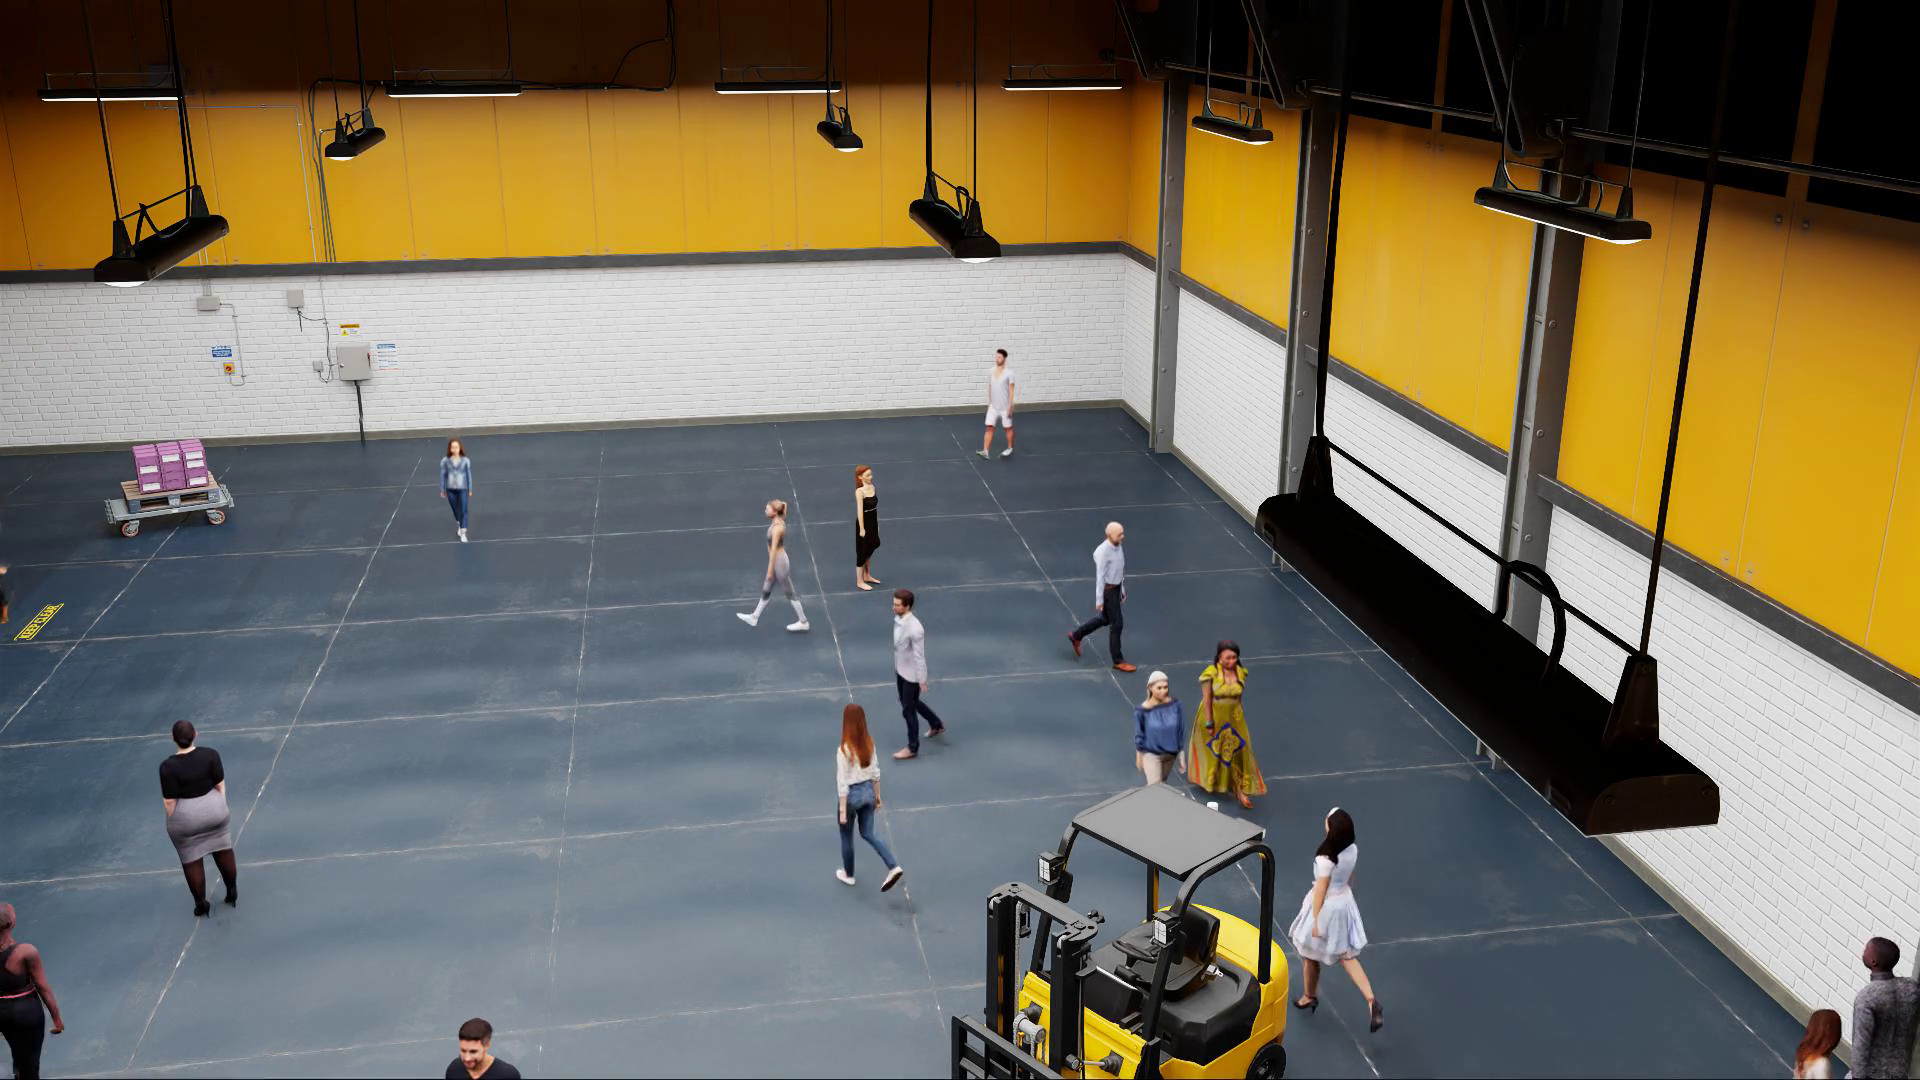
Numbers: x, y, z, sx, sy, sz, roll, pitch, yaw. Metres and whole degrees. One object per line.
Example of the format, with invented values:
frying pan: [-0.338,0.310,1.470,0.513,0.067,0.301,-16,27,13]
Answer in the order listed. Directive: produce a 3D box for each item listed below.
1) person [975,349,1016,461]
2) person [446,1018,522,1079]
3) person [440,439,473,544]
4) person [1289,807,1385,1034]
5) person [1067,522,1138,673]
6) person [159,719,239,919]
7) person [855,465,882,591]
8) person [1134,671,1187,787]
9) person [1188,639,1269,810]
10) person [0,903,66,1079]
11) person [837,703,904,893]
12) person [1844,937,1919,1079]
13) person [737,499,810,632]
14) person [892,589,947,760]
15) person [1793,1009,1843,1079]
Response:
person: [0.739,-2.221,27.331,1.170,1.813,1.235,12,22,32]
person: [-2.773,3.626,9.883,0.811,1.868,0.973,2,19,7]
person: [-7.087,-0.713,23.429,0.581,1.446,0.968,-4,19,-12]
person: [2.818,2.852,12.299,0.978,1.792,1.198,-14,23,-36]
person: [1.629,0.621,18.970,1.114,1.762,1.147,9,21,25]
person: [-6.368,2.323,13.922,0.773,1.759,0.797,-15,24,-38]
person: [-1.223,-0.185,21.578,0.736,1.626,0.665,9,20,24]
person: [1.786,1.962,15.155,0.723,1.657,1.181,-6,19,-16]
person: [2.459,1.704,15.967,0.871,1.627,1.131,-6,20,-17]
person: [-6.357,3.272,11.128,0.652,1.744,0.692,-1,19,-2]
person: [-0.813,2.250,14.223,1.073,1.705,0.925,18,25,42]
person: [5.876,3.458,10.529,0.854,1.774,1.191,-7,20,-20]
person: [-2.076,0.341,19.966,0.724,1.658,1.069,-1,19,-2]
person: [-0.441,1.324,16.787,0.867,1.824,0.895,-6,20,-18]
person: [5.310,3.639,10.470,0.785,1.468,0.723,7,20,21]
